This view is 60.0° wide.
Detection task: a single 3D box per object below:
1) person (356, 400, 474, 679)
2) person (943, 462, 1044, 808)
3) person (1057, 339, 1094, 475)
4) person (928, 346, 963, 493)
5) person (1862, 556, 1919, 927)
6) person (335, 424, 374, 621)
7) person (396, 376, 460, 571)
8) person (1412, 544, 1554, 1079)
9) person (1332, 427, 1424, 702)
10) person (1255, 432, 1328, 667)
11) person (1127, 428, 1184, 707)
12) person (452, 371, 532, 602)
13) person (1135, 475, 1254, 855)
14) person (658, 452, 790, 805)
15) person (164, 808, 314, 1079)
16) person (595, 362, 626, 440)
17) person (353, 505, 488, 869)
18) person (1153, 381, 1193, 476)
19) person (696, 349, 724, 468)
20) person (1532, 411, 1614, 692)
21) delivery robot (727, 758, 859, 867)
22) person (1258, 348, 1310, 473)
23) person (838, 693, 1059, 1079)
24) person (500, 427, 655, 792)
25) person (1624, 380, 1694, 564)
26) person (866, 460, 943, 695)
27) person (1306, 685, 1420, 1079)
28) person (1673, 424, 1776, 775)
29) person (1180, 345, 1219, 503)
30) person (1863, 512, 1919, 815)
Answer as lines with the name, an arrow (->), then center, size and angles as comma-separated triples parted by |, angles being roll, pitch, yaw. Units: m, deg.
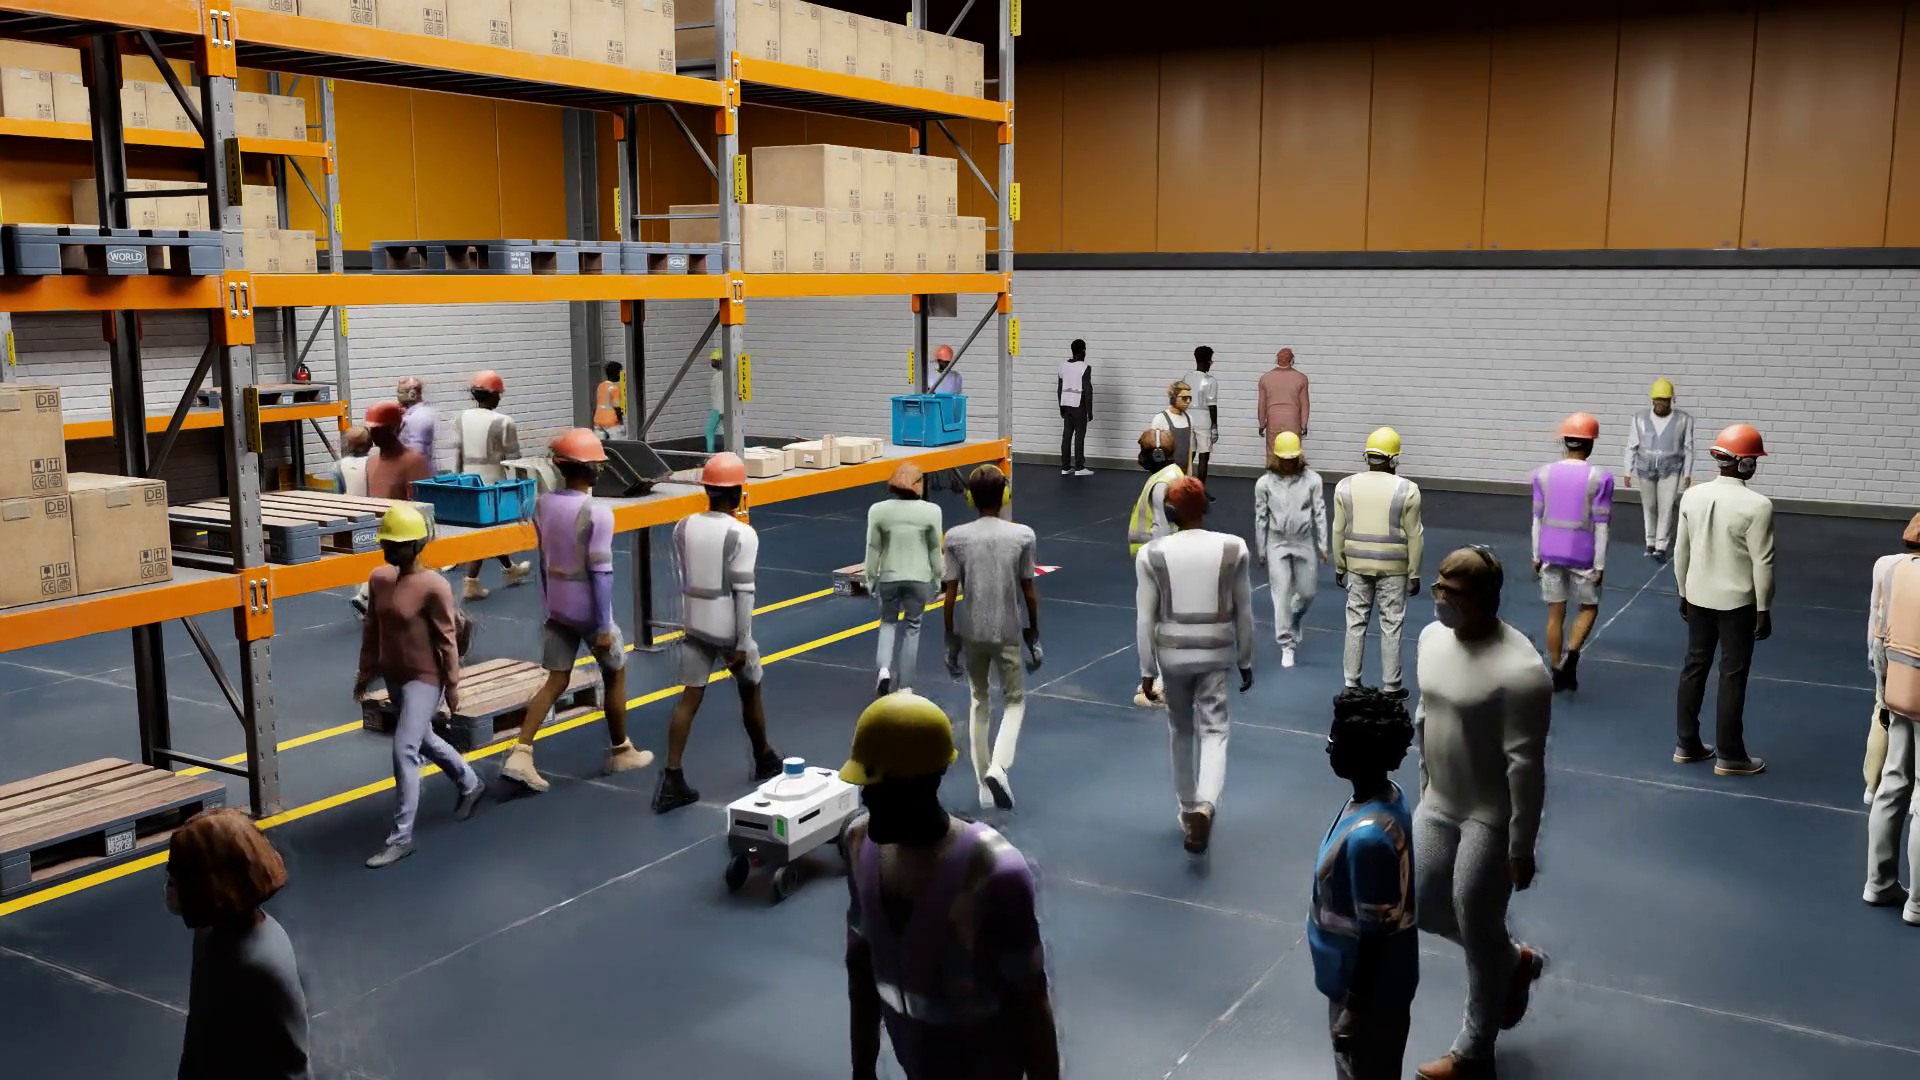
person -> -3.943, -0.028, 11.852 | 0.623, 1.970, 0.877 | 5, 10, 30
person -> 0.167, 0.526, 8.715 | 0.541, 1.855, 0.530 | 2, 9, 10
person -> 1.624, -1.869, 23.470 | 0.372, 1.916, 0.597 | -9, 12, -43
person -> -0.215, -1.551, 21.539 | 0.572, 1.905, 0.835 | -2, 9, -13
person -> 4.260, 0.722, 7.272 | 0.383, 1.924, 0.594 | -1, 9, -8
person -> -4.832, -0.123, 13.479 | 0.530, 1.621, 0.420 | 3, 9, 16
person -> -5.162, -0.623, 15.818 | 0.849, 1.881, 0.661 | -3, 10, -20
person -> 1.861, 0.953, 5.825 | 0.582, 1.925, 0.641 | -4, 10, -23
person -> 2.769, 0.169, 11.011 | 0.600, 1.831, 0.404 | 5, 11, 31
person -> 2.409, 0.041, 12.176 | 0.536, 1.710, 0.617 | 0, 9, 3
person -> 1.320, 0.179, 10.978 | 0.432, 1.836, 0.618 | 1, 9, 8
person -> -4.102, -0.493, 14.661 | 0.638, 1.982, 1.065 | 4, 10, 22
person -> 1.157, 0.609, 8.202 | 0.597, 1.858, 0.830 | 1, 9, 7
person -> -1.314, 0.467, 9.018 | 0.550, 1.891, 1.010 | 4, 10, 25
person -> -1.728, 1.420, 3.870 | 0.713, 1.605, 0.537 | -7, 11, -36
person -> -4.676, -1.552, 22.251 | 0.436, 1.661, 0.544 | -8, 12, -41
person -> -2.663, 0.663, 8.245 | 0.529, 1.730, 0.859 | 6, 11, 32
person -> 2.020, -0.596, 15.818 | 0.517, 1.833, 0.372 | -7, 12, -38
person -> -3.569, -1.915, 24.306 | 0.727, 1.741, 0.542 | 2, 9, 15
person -> 4.099, 0.099, 11.198 | 0.542, 1.923, 0.476 | 7, 12, 39
delivery robot -> -0.780, 1.270, 7.827 | 0.477, 0.478, 0.707 | 5, 10, 28
person -> 4.086, -1.466, 20.984 | 0.640, 1.910, 0.401 | 3, 10, 20
person -> -0.024, 1.262, 4.109 | 0.938, 1.870, 0.602 | -9, 13, -43
person -> -2.148, 0.383, 9.164 | 0.619, 2.009, 0.984 | 6, 11, 33
person -> 6.881, -0.677, 16.434 | 0.616, 1.782, 0.913 | 6, 11, 32
person -> -0.368, 0.275, 11.042 | 0.506, 1.615, 0.382 | 0, 9, 2
person -> 1.138, 1.246, 4.716 | 0.317, 1.696, 0.539 | 2, 9, 14
person -> 4.361, 0.334, 9.475 | 0.383, 1.993, 0.622 | -4, 10, -26
person -> 2.963, -1.426, 20.585 | 0.372, 1.958, 0.607 | -7, 11, -36
person -> 5.040, 0.632, 8.762 | 0.270, 1.627, 0.497 | -7, 12, -39
